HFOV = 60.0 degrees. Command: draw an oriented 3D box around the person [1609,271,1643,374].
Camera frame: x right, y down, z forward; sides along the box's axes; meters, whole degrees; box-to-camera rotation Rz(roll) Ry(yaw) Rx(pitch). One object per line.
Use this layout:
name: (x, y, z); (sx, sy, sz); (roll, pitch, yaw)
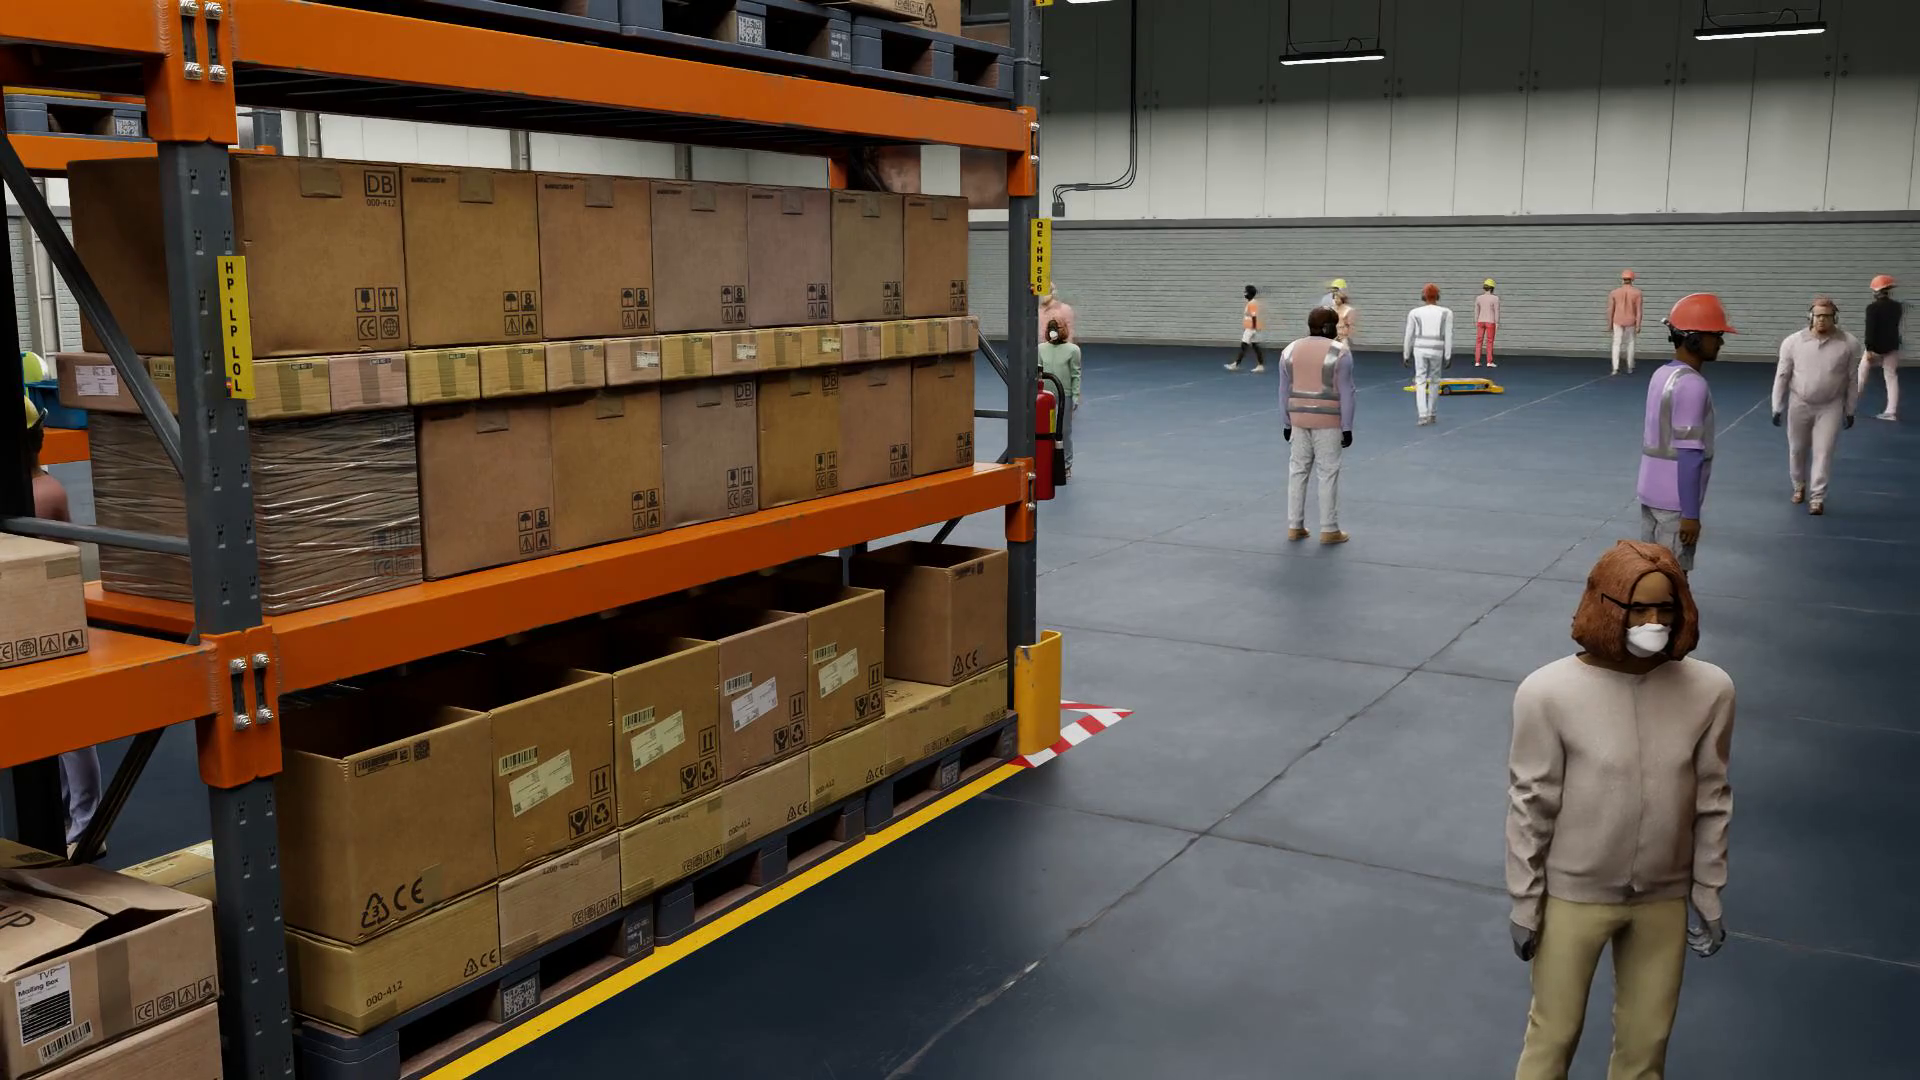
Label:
person: (12.632, -4.120, 31.541); (0.642, 1.935, 1.024); (7, 12, 35)

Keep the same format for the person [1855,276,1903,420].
person: (12.567, -2.641, 22.857); (0.624, 1.946, 0.997); (-2, 10, -12)

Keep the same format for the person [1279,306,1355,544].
person: (2.795, -0.895, 12.972); (0.626, 1.840, 0.430); (9, 13, 41)

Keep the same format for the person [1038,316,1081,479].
person: (0.965, -1.432, 16.713); (0.502, 1.633, 0.280); (4, 10, 21)

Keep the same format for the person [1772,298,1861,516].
person: (7.524, -1.193, 14.643); (0.657, 1.872, 0.946); (5, 11, 28)

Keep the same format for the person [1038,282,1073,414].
person: (1.174, -2.474, 22.058); (0.678, 1.891, 0.472); (5, 11, 28)

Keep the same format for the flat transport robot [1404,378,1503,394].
flat transport robot: (8.014, -2.508, 27.000); (1.431, 0.197, 0.652); (-3, 10, -15)

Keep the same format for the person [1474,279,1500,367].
person: (10.594, -4.349, 33.412); (0.531, 1.767, 0.313); (9, 13, 44)

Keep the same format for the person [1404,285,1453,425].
person: (6.209, -2.443, 22.072); (0.595, 1.863, 0.836); (2, 10, 12)

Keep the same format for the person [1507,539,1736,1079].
person: (1.449, 0.798, 3.690); (0.493, 1.624, 0.280); (-1, 10, -5)

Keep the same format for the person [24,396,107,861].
person: (-3.366, 0.330, 6.038); (0.328, 1.760, 0.524); (-9, 13, -44)

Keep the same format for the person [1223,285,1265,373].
person: (5.454, -4.022, 31.768); (0.848, 1.655, 0.553); (1, 10, 7)

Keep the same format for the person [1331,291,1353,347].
person: (6.594, -3.503, 28.875); (0.527, 1.626, 0.368); (8, 13, 39)

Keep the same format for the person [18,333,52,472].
person: (-6.413, -0.601, 11.240); (0.430, 1.845, 0.624); (2, 10, 14)

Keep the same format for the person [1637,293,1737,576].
person: (3.616, -0.208, 8.352); (0.397, 2.044, 0.609); (1, 10, 8)

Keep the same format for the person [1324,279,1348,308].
person: (7.077, -3.963, 31.056); (0.697, 1.802, 0.591); (-5, 11, -29)
